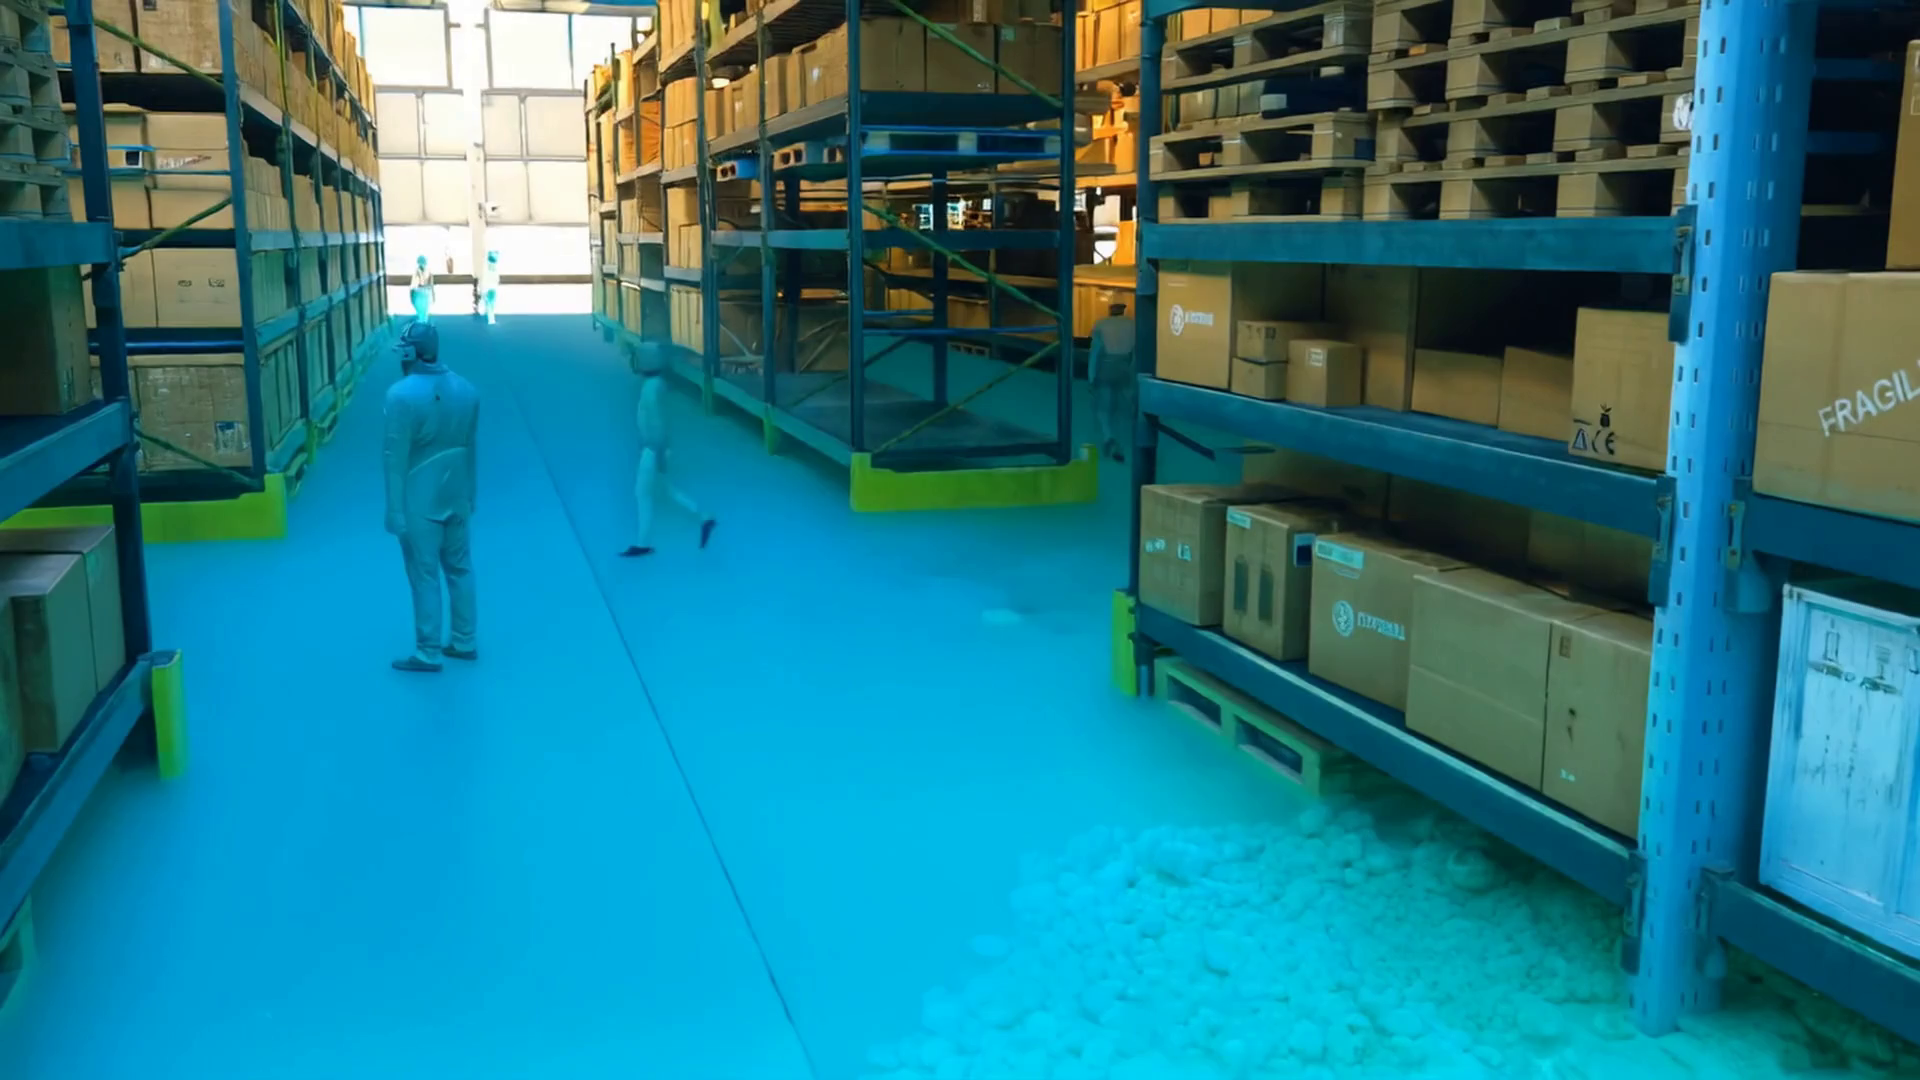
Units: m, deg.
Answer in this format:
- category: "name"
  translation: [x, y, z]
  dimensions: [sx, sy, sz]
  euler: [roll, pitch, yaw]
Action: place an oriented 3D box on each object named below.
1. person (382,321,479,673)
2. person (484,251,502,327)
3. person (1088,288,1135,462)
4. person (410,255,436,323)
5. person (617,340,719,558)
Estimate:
- category: "person"
  translation: [-2.898, -0.237, 9.069]
  dimensions: [0.400, 1.901, 0.642]
  euler: [4, 11, 22]
- category: "person"
  translation: [-12.208, -6.556, 43.456]
  dimensions: [0.391, 1.988, 0.611]
  euler: [-4, 11, -19]
- category: "person"
  translation: [1.618, -1.721, 17.429]
  dimensions: [0.620, 1.811, 0.476]
  euler: [-3, 11, -14]
- category: "person"
  translation: [-12.513, -5.673, 38.804]
  dimensions: [0.563, 1.913, 0.634]
  euler: [-3, 11, -18]
- category: "person"
  translation: [-2.164, -0.673, 12.239]
  dimensions: [0.686, 1.608, 0.505]
  euler: [-1, 10, -7]
